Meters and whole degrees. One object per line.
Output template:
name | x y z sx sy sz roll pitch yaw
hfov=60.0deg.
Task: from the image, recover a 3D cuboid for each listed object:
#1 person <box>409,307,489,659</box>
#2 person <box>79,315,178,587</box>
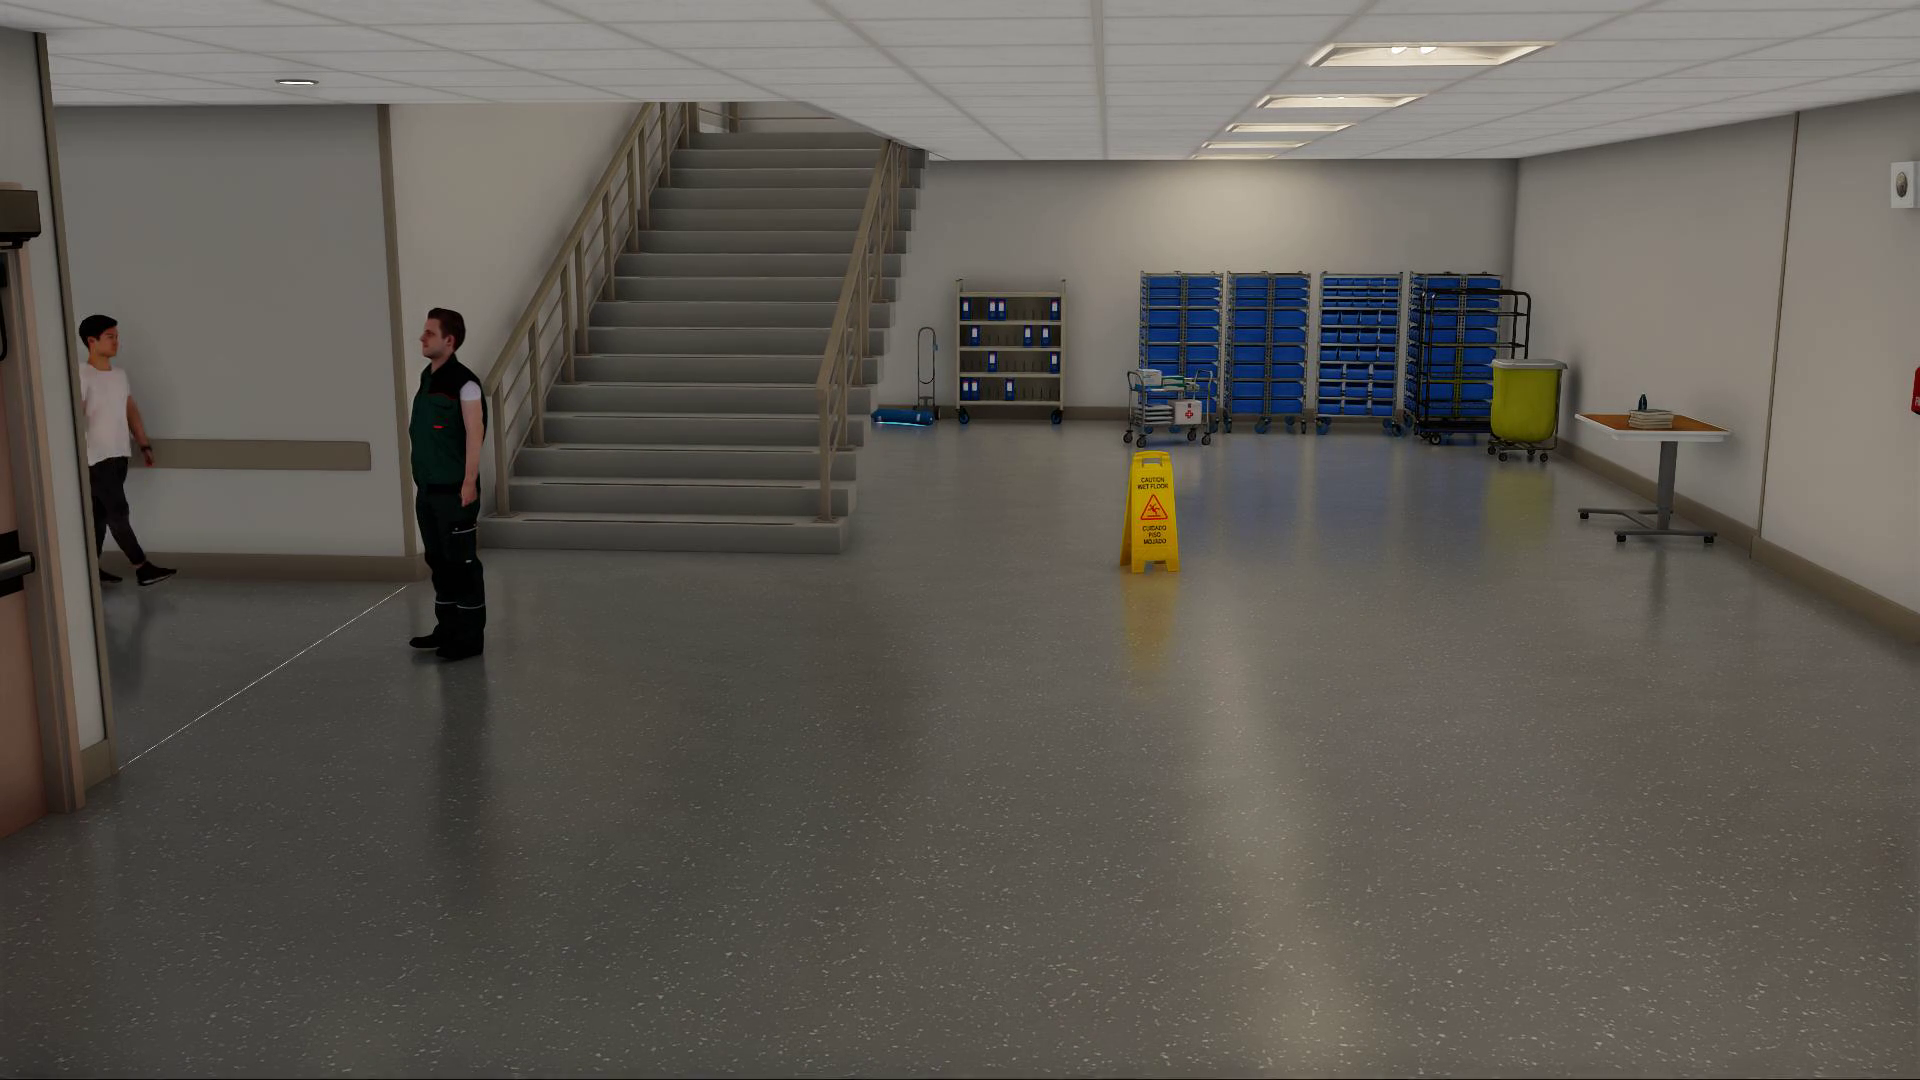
person | -2.704 -0.305 8.774 0.748 1.843 0.791 10 15 43
person | -5.427 -0.538 10.395 0.733 1.696 0.875 1 11 7
